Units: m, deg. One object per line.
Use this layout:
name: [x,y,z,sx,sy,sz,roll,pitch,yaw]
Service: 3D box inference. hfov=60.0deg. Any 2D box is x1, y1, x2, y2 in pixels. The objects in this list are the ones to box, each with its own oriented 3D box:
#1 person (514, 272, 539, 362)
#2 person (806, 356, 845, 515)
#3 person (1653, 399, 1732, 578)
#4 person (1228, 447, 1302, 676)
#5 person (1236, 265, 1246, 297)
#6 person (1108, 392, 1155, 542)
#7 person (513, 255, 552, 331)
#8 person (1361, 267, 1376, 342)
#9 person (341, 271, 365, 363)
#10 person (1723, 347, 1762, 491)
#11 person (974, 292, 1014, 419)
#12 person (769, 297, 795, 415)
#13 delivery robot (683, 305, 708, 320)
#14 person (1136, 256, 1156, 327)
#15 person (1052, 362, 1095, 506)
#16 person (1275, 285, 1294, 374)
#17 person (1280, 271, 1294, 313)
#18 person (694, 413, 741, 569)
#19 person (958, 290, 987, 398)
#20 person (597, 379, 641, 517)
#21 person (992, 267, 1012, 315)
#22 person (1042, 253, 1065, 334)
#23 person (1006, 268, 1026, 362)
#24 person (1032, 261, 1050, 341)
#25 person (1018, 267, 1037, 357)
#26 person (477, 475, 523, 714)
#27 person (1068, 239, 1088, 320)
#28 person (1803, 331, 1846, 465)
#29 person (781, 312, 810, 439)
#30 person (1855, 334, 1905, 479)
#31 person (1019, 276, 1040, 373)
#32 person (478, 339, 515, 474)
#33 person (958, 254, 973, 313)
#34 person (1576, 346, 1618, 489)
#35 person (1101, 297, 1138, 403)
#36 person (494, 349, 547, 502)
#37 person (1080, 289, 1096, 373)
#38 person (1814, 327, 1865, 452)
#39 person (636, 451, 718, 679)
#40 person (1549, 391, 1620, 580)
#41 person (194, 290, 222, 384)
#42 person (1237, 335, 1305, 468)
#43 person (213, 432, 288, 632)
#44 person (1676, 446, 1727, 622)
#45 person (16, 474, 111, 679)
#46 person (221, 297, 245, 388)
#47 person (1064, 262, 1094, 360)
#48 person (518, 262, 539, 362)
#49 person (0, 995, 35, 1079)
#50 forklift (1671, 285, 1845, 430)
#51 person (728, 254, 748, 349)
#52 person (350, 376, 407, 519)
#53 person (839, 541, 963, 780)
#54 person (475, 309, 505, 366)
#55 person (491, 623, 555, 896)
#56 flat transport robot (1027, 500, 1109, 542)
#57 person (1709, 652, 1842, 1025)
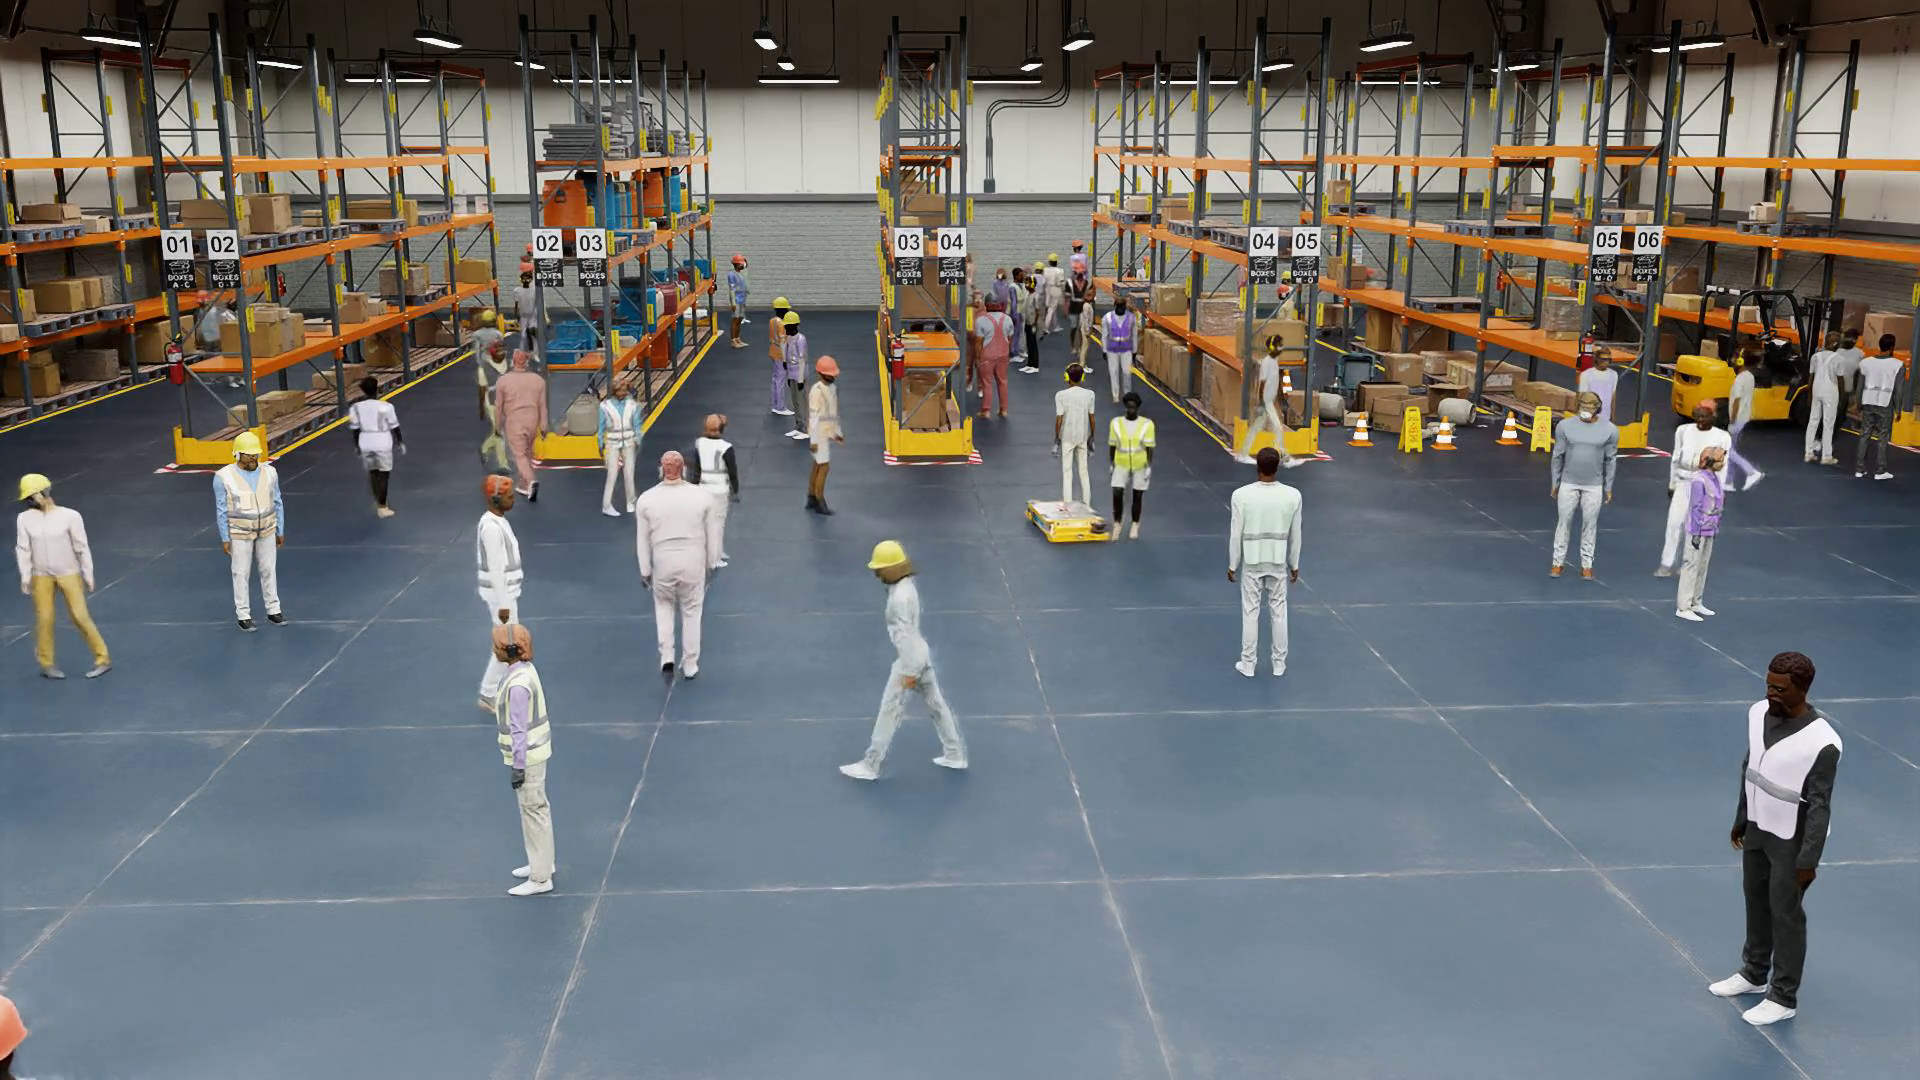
person: [-8.807,-4.538,33.908,0.538,1.856,0.361,-5,14,-20]
person: [-1.652,-1.264,19.930,0.534,1.908,0.599,3,14,13]
person: [7.377,-0.499,16.772,0.597,1.852,0.848,12,18,42]
person: [2.514,0.187,13.739,0.590,1.918,0.386,0,13,0]
person: [7.287,-6.714,43.319,0.337,1.759,0.524,2,14,10]
person: [1.885,-0.801,18.432,0.534,1.663,0.648,3,14,12]
person: [-10.243,-5.894,39.725,0.906,1.811,0.581,2,13,9]
person: [9.053,-5.174,36.853,0.466,1.722,0.632,1,13,5]
person: [-12.409,-4.562,33.847,0.543,1.928,0.401,-10,17,-36]
person: [9.884,-1.509,21.063,0.536,1.852,0.544,10,17,37]
person: [0.499,-2.996,26.958,0.683,2.000,0.536,-7,15,-28]
person: [-2.938,-3.016,27.285,0.369,1.928,0.586,-5,14,-22]
delivery robot: [-6.518,-5.505,40.572,0.707,0.478,0.477,-8,16,-32]
person: [4.506,-5.985,40.233,0.562,1.752,0.327,-6,15,-24]
person: [1.336,-1.150,19.509,0.530,1.869,0.311,-4,14,-16]
person: [6.217,-4.043,32.043,0.346,1.739,0.565,8,16,31]
person: [6.898,-4.797,35.180,0.313,1.768,0.527,-1,13,-2]
person: [-2.477,-0.520,17.349,0.541,1.620,0.560,10,17,37]
person: [0.281,-3.475,29.327,0.650,1.882,0.749,0,13,0]
person: [-4.070,-1.110,19.868,0.523,1.624,0.372,-9,16,-35]
person: [0.991,-5.482,38.371,0.516,1.619,0.498,5,14,21]
person: [2.165,-5.801,39.193,0.582,1.887,0.988,9,16,35]
person: [1.148,-4.620,34.102,0.392,1.920,0.593,3,14,12]
person: [1.742,-5.384,37.577,0.594,1.810,0.688,2,13,10]
person: [1.361,-4.783,34.865,0.652,1.895,0.515,-10,17,-37]
person: [-3.536,0.422,12.837,0.470,1.874,0.584,-3,14,-12]
person: [2.972,-6.598,42.213,0.373,2.044,0.606,13,18,43]
person: [11.975,-1.960,23.005,0.343,1.840,0.507,-8,15,-30]
person: [-2.482,-2.477,25.034,0.410,1.918,0.585,-6,14,-23]
person: [12.150,-1.764,22.002,0.390,1.920,0.587,-10,17,-37]
person: [1.368,-4.190,32.384,0.328,1.872,0.509,-5,14,-20]
person: [-6.299,-1.824,22.483,0.764,1.811,0.564,9,16,32]
person: [0.208,-6.702,43.671,0.778,1.605,0.526,5,14,21]
person: [8.173,-1.577,21.394,0.524,1.838,0.527,-1,13,-5]
person: [2.722,-3.225,28.411,0.632,1.819,0.619,1,13,4]
person: [-5.437,-1.430,20.695,0.643,1.879,0.850,-10,17,-37]
person: [2.494,-4.079,32.445,0.287,1.626,0.497,2,13,9]
person: [12.589,-2.139,23.788,0.528,1.829,0.498,8,15,31]
person: [-2.322,0.202,13.751,0.648,1.885,0.510,-2,13,-7]
person: [6.302,-0.554,16.848,0.627,1.934,0.370,5,14,21]
person: [-13.941,-3.745,30.761,0.402,1.736,0.577,-10,17,-37]
person: [4.279,-1.908,22.832,0.969,1.820,0.541,5,14,21]
person: [-6.414,-0.081,15.087,0.591,1.824,0.403,-12,18,-42]
person: [6.891,-0.068,15.442,0.311,1.632,0.516,12,18,42]
person: [-7.422,0.292,13.690,0.554,1.727,0.366,-1,13,-5]
person: [-13.296,-3.626,30.490,0.309,1.640,0.513,4,14,16]
person: [2.472,-4.801,34.680,0.615,2.019,0.930,0,13,-1]
person: [-8.791,-4.663,34.064,0.634,2.019,0.435,11,17,39]
person: [-2.880,2.239,5.030,0.579,1.920,0.399,2,13,7]
forklift: [12.503,-2.886,26.166,2.313,2.155,1.214,-1,13,-3]
person: [-4.825,-5.211,36.338,0.391,2.041,0.615,3,14,14]
person: [-6.873,-1.104,19.709,0.593,1.687,0.468,2,13,8]
person: [-0.406,0.831,11.503,0.908,1.680,0.568,0,13,1]
person: [-7.702,-2.896,27.194,0.483,1.731,0.563,2,13,8]
person: [-2.555,1.274,9.755,0.319,1.629,0.509,-3,14,-14]
flat transport robot: [1.218,-0.236,19.057,0.652,0.197,1.431,-2,13,-9]
person: [4.109,1.470,8.324,0.397,1.911,0.588,-2,13,-10]
